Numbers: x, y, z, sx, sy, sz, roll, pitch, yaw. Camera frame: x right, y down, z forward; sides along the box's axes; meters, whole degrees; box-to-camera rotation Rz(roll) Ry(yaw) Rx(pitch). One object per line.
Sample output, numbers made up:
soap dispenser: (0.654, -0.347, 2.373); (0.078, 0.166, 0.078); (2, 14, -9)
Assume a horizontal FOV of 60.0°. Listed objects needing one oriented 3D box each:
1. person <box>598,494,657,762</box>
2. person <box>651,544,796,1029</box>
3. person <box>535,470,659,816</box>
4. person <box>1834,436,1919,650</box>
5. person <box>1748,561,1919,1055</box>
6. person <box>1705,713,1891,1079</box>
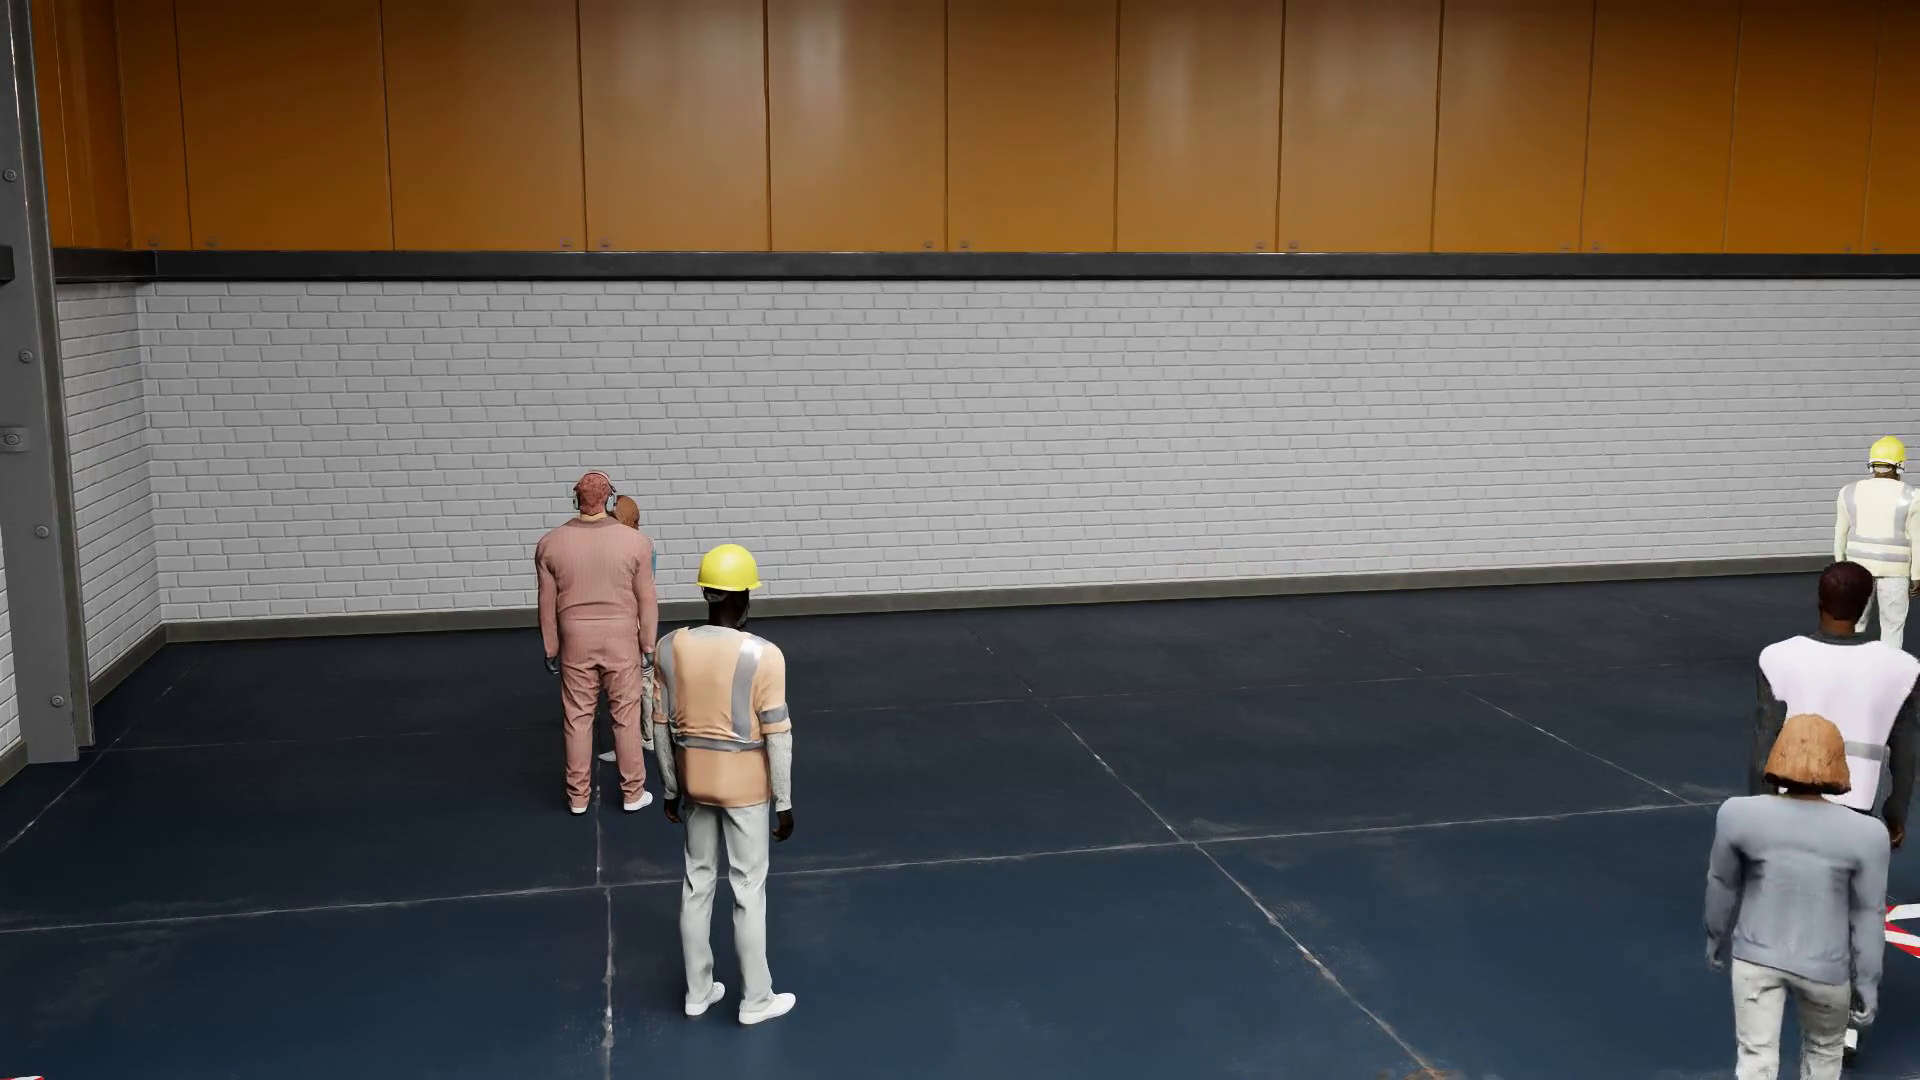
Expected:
person: (-2.031, 0.536, 10.123); (0.310, 1.642, 0.514); (5, 11, 28)
person: (-0.923, 0.970, 6.613); (0.594, 1.924, 0.381); (4, 10, 22)
person: (-1.971, 0.568, 9.123); (0.647, 1.908, 0.409); (-1, 9, -5)
person: (6.441, 0.190, 11.637); (0.403, 1.837, 0.586); (-9, 13, -43)
person: (3.404, 1.022, 6.493); (0.610, 1.867, 0.943); (3, 10, 17)
person: (2.666, 1.336, 5.333); (0.522, 1.604, 0.712); (6, 11, 31)
